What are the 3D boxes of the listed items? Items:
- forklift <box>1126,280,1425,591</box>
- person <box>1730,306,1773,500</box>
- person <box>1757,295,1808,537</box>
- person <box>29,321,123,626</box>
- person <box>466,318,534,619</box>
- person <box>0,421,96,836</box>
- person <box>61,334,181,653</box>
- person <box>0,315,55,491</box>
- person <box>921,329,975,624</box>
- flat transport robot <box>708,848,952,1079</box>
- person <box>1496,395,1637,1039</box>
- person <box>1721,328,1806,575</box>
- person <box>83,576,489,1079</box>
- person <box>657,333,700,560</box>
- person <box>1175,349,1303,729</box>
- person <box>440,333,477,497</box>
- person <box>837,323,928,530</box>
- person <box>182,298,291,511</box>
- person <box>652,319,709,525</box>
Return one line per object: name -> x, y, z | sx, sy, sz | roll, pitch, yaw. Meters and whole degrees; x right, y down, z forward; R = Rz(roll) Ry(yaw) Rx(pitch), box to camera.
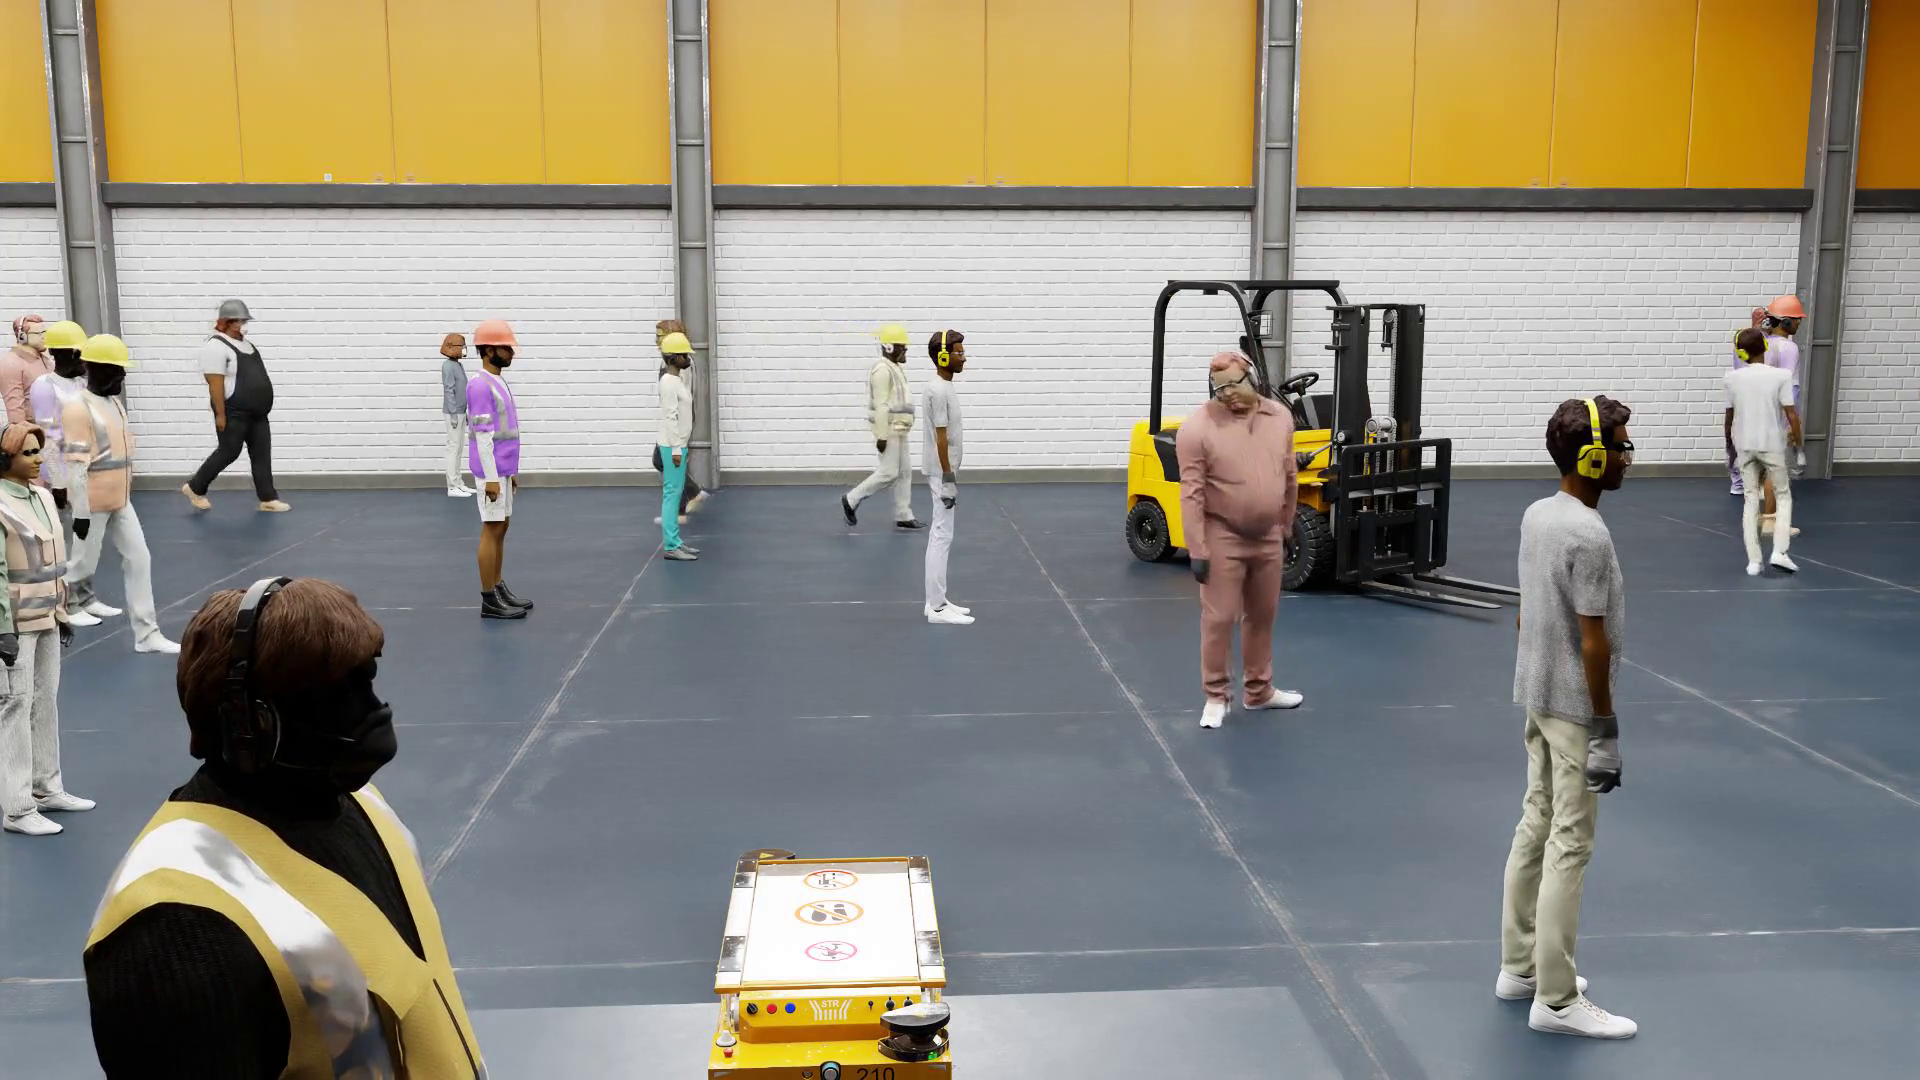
forklift -> 2.301, -0.860, 12.475 | 1.214, 2.155, 2.313 | -6, 11, -35
person -> 7.926, -1.357, 16.498 | 0.410, 1.909, 0.643 | -1, 9, -4
person -> 6.947, -1.050, 14.141 | 0.370, 2.044, 0.608 | -1, 9, -4
person -> -5.623, -0.423, 10.566 | 0.363, 1.928, 0.587 | -1, 9, -4
person -> -2.989, -0.462, 10.777 | 0.351, 1.941, 0.545 | -1, 9, -4
person -> -3.728, 0.346, 6.643 | 0.307, 1.641, 0.514 | -1, 9, -4
person -> -5.049, -0.251, 9.636 | 0.917, 1.891, 0.596 | 0, 9, -2
person -> -7.164, -0.792, 12.953 | 0.410, 1.909, 0.643 | -1, 9, -4
person -> -0.082, -0.402, 10.619 | 0.328, 1.872, 0.513 | -1, 9, -4
flat transport robot -> -0.394, 1.269, 5.127 | 0.652, 0.197, 1.431 | -1, 9, -4
person -> 1.803, 0.511, 4.885 | 0.328, 1.872, 0.513 | -1, 9, -4
person -> 5.926, -0.646, 12.318 | 0.631, 1.820, 0.389 | 7, 12, 39
person -> -0.829, 0.956, 2.181 | 0.429, 1.844, 0.627 | -1, 9, -4
person -> -2.203, -0.728, 12.988 | 0.306, 1.770, 0.525 | -1, 9, -4
person -> 1.432, -0.005, 8.165 | 0.805, 1.865, 0.436 | -4, 10, -25
person -> -5.046, -1.253, 16.699 | 0.286, 1.633, 0.500 | -1, 9, -4
person -> -0.661, -0.962, 14.336 | 0.699, 1.813, 0.599 | 1, 9, 8
person -> -6.785, -1.260, 15.468 | 0.888, 2.000, 0.687 | 1, 9, 7
person -> -2.519, -1.040, 14.745 | 0.447, 1.830, 0.520 | -4, 10, -23
